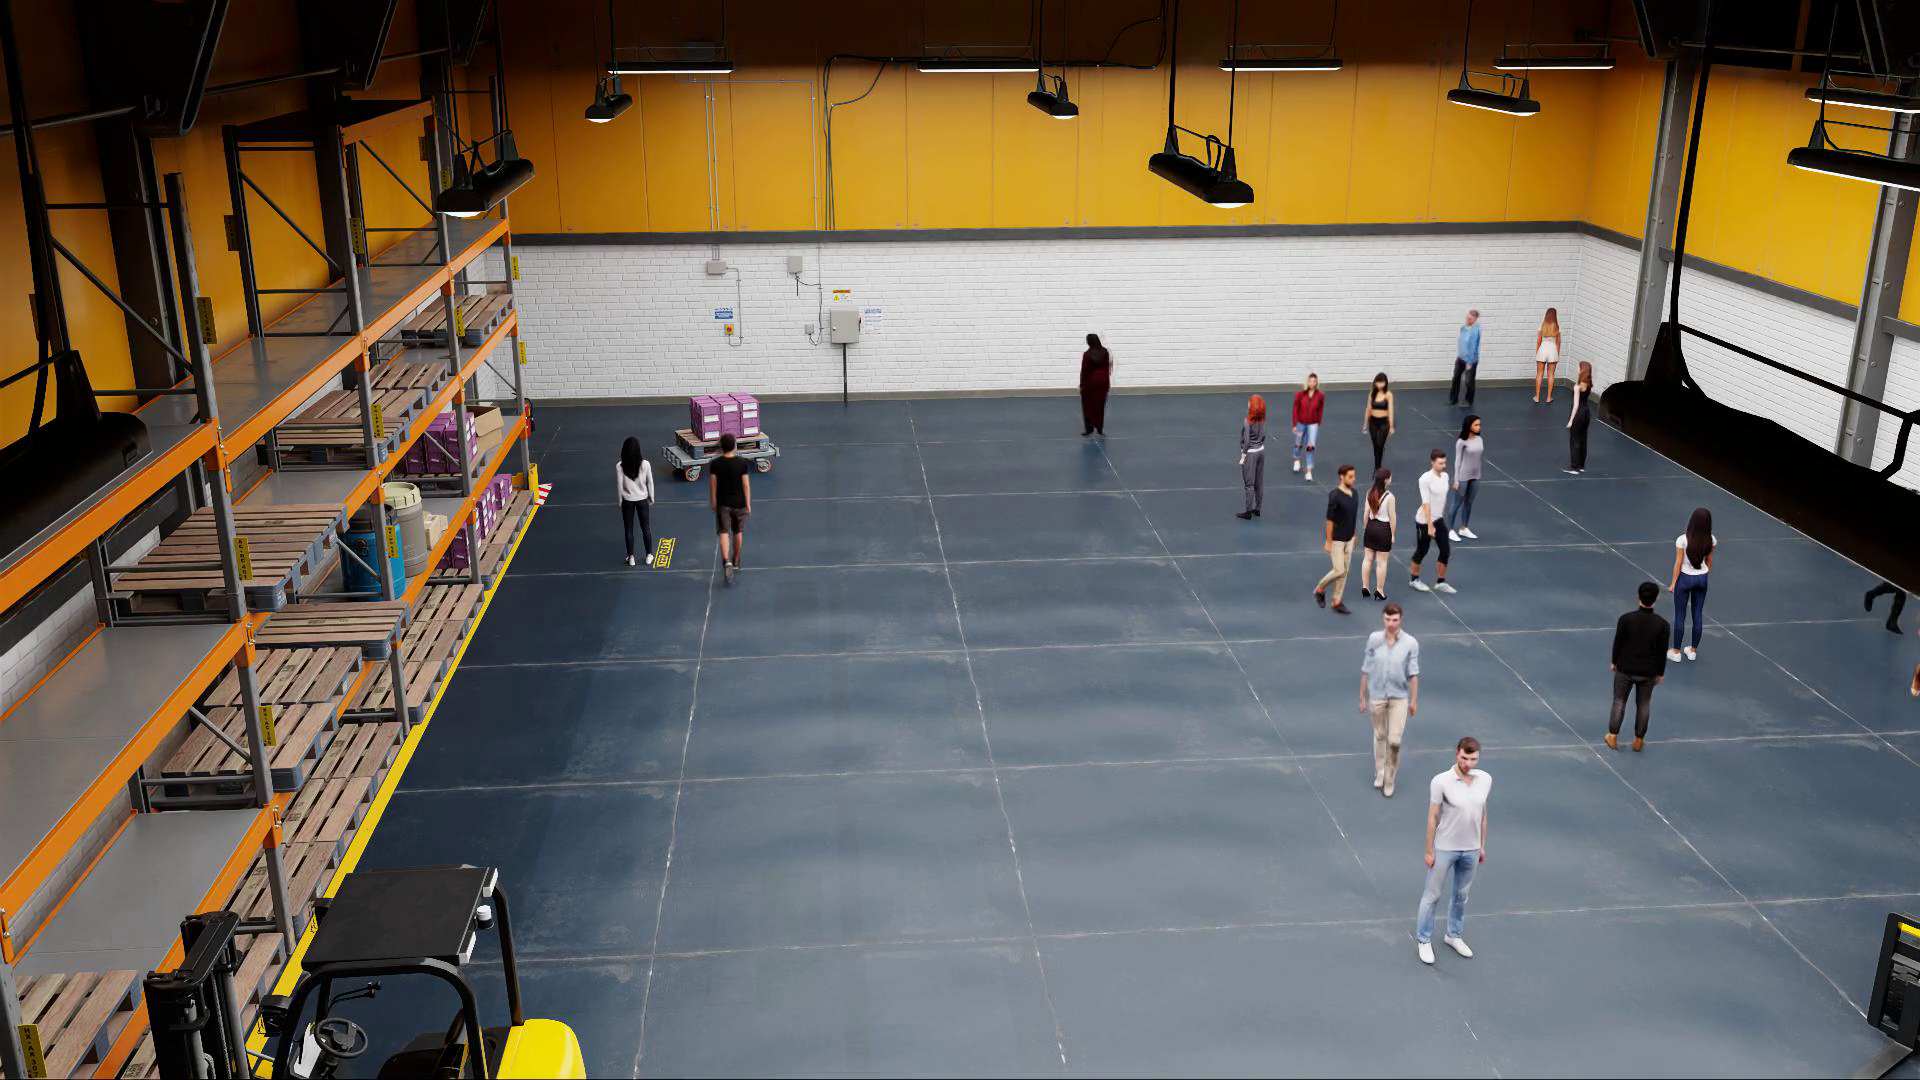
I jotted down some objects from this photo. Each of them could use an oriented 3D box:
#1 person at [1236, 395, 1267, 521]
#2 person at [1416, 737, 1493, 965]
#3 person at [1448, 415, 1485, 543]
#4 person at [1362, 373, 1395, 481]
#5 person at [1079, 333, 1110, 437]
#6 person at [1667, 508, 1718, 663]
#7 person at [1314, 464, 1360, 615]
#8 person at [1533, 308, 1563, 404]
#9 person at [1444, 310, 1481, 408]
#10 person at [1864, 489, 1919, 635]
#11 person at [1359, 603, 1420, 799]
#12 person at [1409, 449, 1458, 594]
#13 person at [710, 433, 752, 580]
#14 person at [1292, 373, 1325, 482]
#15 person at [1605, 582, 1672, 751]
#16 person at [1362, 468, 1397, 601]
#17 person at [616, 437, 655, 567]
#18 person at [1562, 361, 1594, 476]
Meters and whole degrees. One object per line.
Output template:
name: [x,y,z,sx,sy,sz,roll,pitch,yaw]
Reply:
person: [4.113,-1.173,23.334,0.661,1.779,0.679,-15,23,-37]
person: [3.802,2.349,12.762,0.667,1.852,0.575,-4,19,-11]
person: [6.826,-0.846,22.436,0.669,1.733,0.646,-9,21,-25]
person: [6.410,-1.759,25.311,0.814,1.627,0.891,12,22,32]
person: [2.266,-2.589,27.612,0.784,1.733,0.759,-5,19,-14]
person: [8.102,0.489,18.404,0.578,1.775,0.502,-2,19,-5]
person: [4.470,-0.026,19.815,0.828,1.852,0.886,-14,23,-35]
person: [10.539,-3.322,29.844,0.657,1.696,0.679,7,20,19]
person: [8.974,-3.201,29.362,0.916,1.776,0.885,-6,19,-16]
person: [10.865,0.219,19.310,0.721,1.709,0.851,-3,19,-8]
person: [4.020,1.434,15.506,0.826,1.835,0.868,9,21,26]
person: [5.736,-0.258,20.537,0.867,1.830,0.987,-12,22,-31]
person: [-2.909,-0.420,21.004,0.684,1.840,1.110,-2,19,-7]
person: [5.259,-1.743,25.316,0.773,1.595,1.156,2,19,6]
person: [6.638,1.230,16.288,0.721,1.721,0.690,6,20,17]
person: [5.097,-0.076,20.279,0.632,1.650,0.695,16,24,39]
person: [-4.203,-0.513,21.498,0.664,1.701,0.618,-5,19,-16]
person: [9.519,-1.888,25.511,0.664,1.744,0.695,-16,24,-40]
